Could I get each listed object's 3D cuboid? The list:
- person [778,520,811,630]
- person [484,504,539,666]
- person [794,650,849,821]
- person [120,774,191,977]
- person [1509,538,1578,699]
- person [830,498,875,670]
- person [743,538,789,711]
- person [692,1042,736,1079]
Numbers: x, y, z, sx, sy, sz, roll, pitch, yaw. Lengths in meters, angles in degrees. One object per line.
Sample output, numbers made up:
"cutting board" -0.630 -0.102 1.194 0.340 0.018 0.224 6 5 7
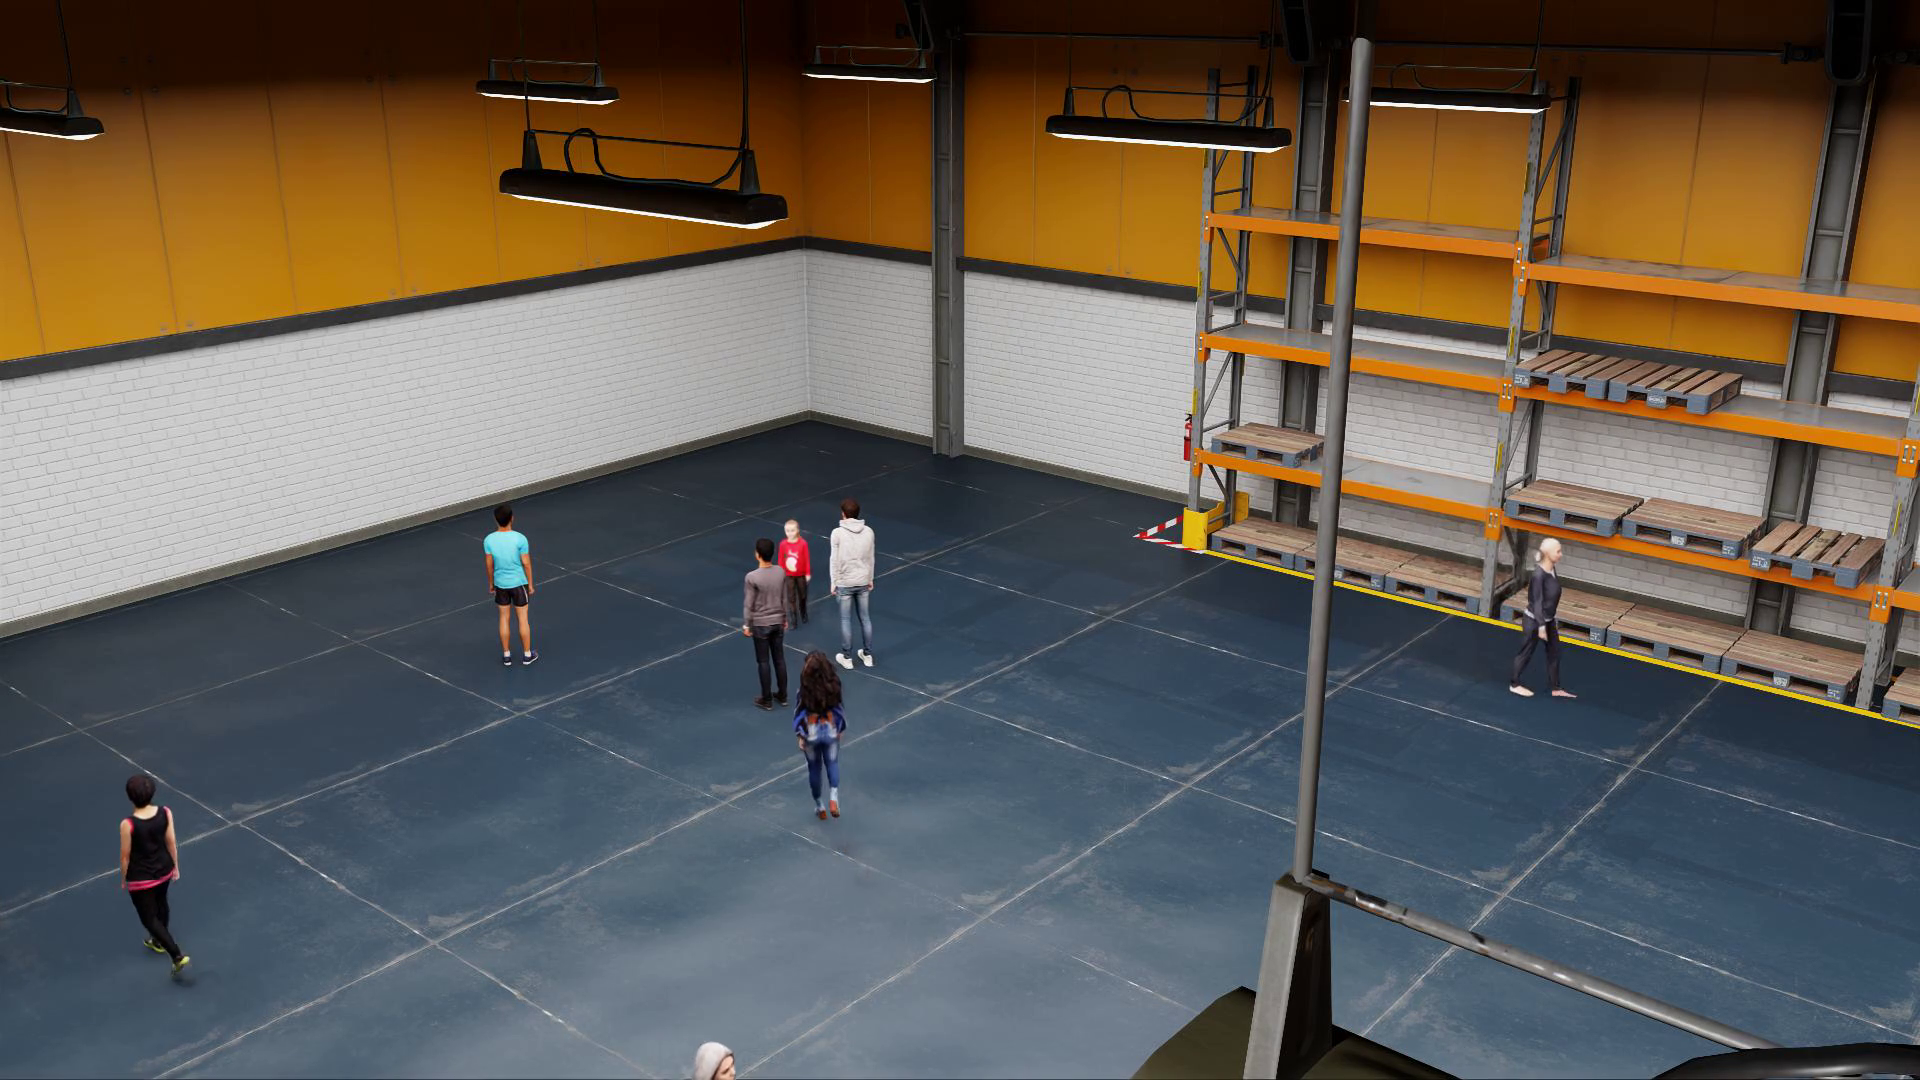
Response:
"person" -1.856 0.369 18.820 0.643 1.274 0.701 -1 19 -2
"person" -4.788 0.477 17.716 0.672 1.775 0.741 -1 19 -3
"person" -1.177 1.715 14.301 0.809 1.608 0.884 -6 19 -16
"person" -5.914 2.463 12.204 1.015 1.528 0.623 12 22 31
"person" 5.817 0.783 16.918 0.869 1.705 0.656 16 24 39
"person" -1.140 0.454 17.662 0.733 1.853 0.704 -11 21 -29
"person" -1.926 0.839 16.655 0.690 1.766 0.607 15 24 38
"person" -1.357 3.444 8.975 0.841 1.731 0.780 3 19 10
